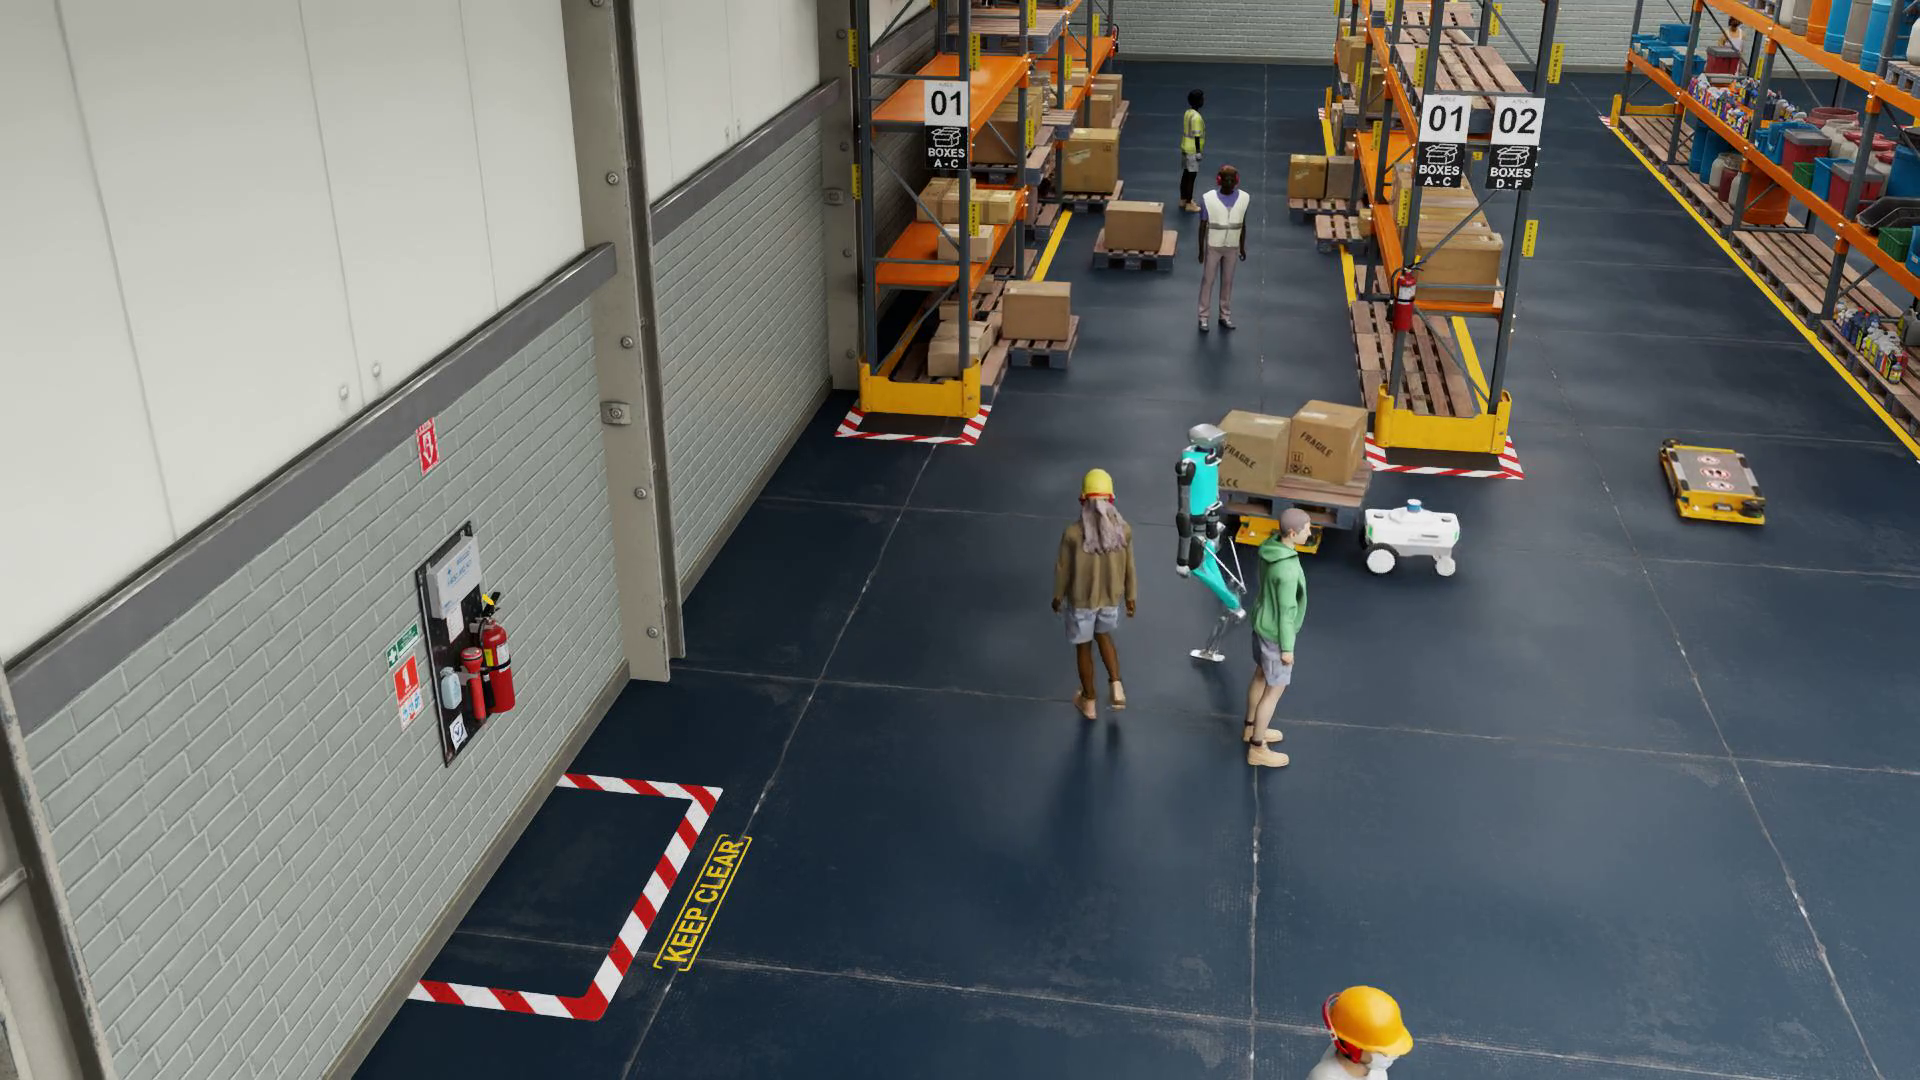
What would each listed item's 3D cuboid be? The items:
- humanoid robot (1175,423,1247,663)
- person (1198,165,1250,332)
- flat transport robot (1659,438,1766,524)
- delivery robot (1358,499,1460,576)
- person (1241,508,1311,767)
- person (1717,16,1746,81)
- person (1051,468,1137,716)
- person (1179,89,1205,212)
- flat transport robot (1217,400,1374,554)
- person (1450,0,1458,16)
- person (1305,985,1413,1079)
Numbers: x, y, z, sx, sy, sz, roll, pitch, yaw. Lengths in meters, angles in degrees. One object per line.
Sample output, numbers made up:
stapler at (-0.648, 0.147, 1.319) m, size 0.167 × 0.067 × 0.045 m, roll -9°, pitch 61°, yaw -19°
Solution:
humanoid robot at (1.798, 0.135, 11.415) m, size 0.701 × 1.863 × 0.542 m, roll 16°, pitch 29°, yaw 30°
person at (2.897, -3.231, 18.421) m, size 0.567 × 1.838 × 0.403 m, roll -6°, pitch 26°, yaw -12°
flat transport robot at (6.525, -0.515, 14.460) m, size 0.659 × 0.231 × 1.431 m, roll 6°, pitch 26°, yaw 13°
delivery robot at (3.514, -0.027, 13.085) m, size 0.783 × 0.601 × 0.499 m, roll 3°, pitch 25°, yaw 7°
person at (1.962, 0.595, 10.362) m, size 0.316 × 1.733 × 0.477 m, roll -1°, pitch 25°, yaw -3°
person at (13.592, -8.381, 29.440) m, size 0.596 × 1.845 × 0.399 m, roll 0°, pitch 25°, yaw 1°
person at (0.885, 0.373, 10.819) m, size 0.530 × 1.745 × 0.434 m, roll -8°, pitch 26°, yaw -16°
person at (3.279, -5.482, 23.402) m, size 0.318 × 1.696 × 0.534 m, roll -4°, pitch 25°, yaw -8°
flat transport robot at (2.777, -0.281, 13.960) m, size 0.659 × 0.231 × 1.431 m, roll 9°, pitch 26°, yaw 18°
person at (9.327, -9.444, 31.801) m, size 0.524 × 1.768 × 0.312 m, roll 7°, pitch 26°, yaw 16°
person at (1.414, 2.443, 6.213) m, size 0.364 × 1.895 × 0.562 m, roll 16°, pitch 29°, yaw 31°
